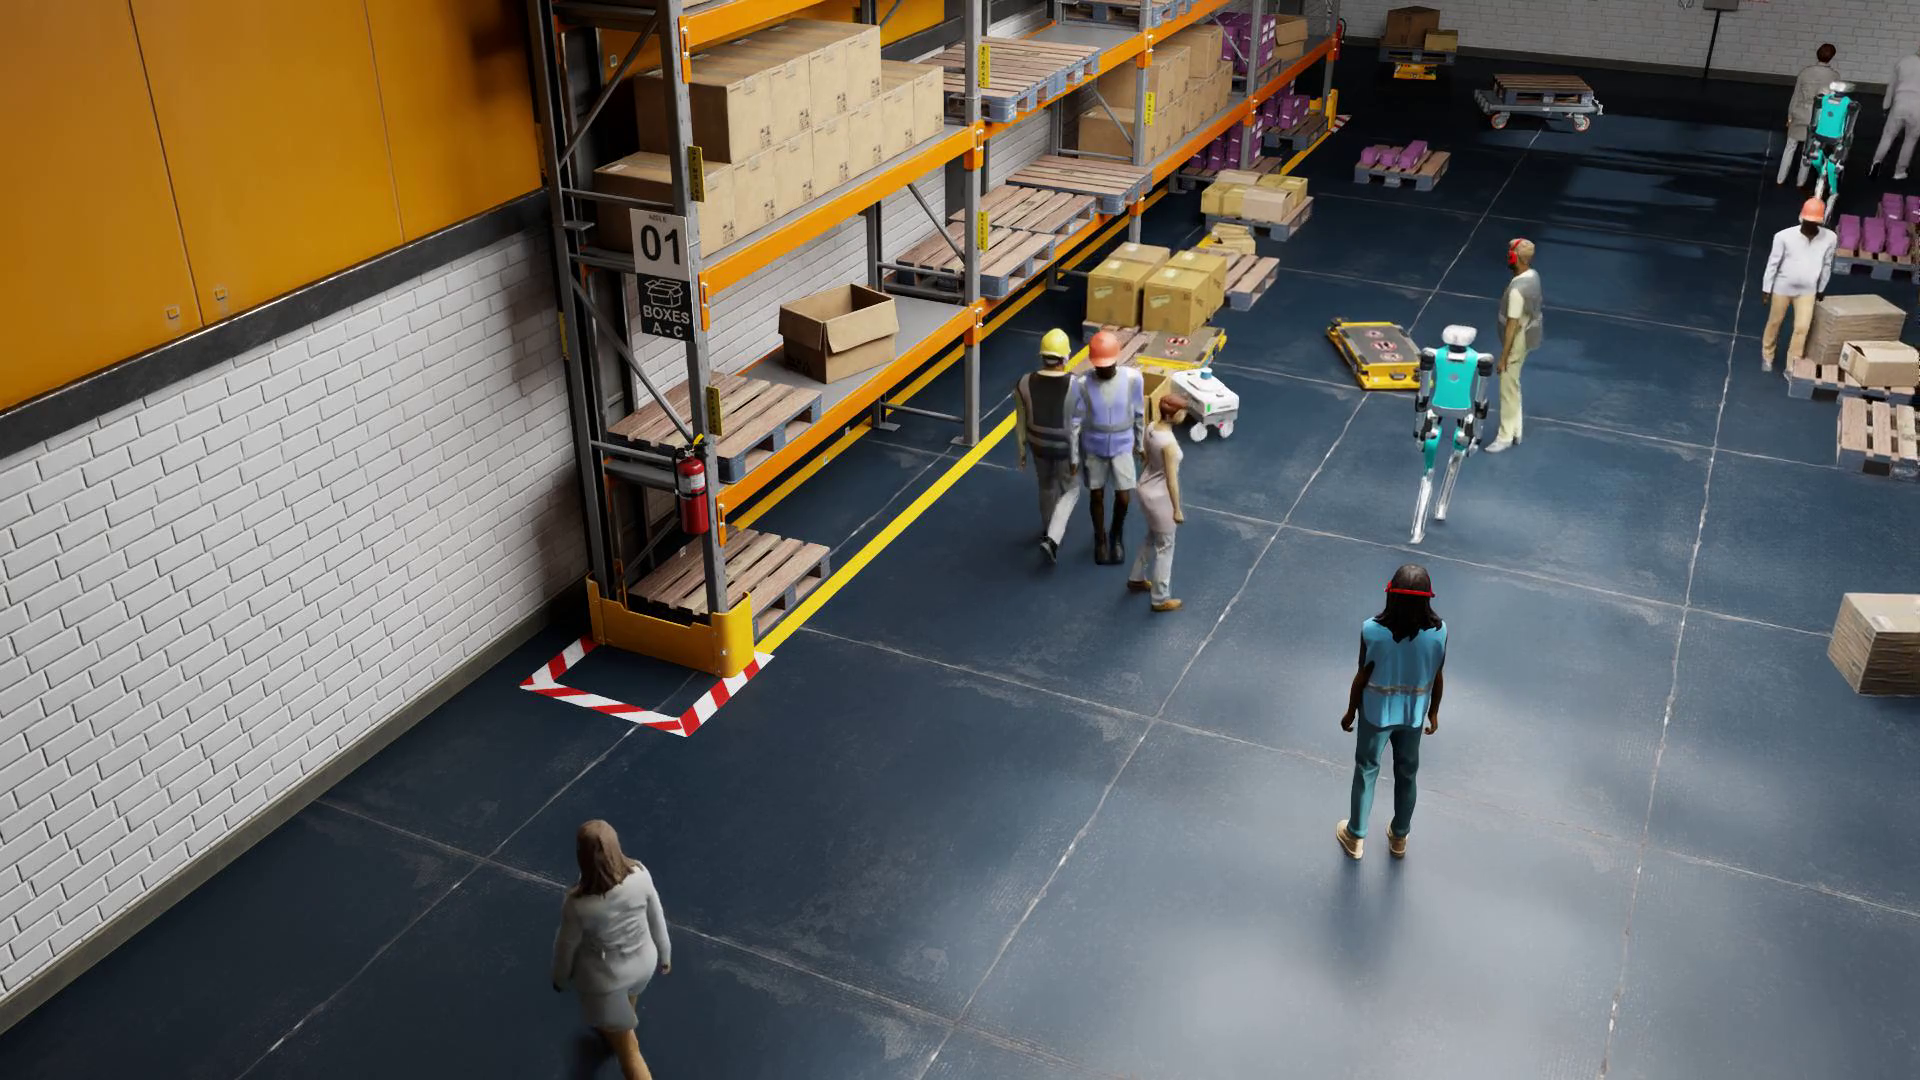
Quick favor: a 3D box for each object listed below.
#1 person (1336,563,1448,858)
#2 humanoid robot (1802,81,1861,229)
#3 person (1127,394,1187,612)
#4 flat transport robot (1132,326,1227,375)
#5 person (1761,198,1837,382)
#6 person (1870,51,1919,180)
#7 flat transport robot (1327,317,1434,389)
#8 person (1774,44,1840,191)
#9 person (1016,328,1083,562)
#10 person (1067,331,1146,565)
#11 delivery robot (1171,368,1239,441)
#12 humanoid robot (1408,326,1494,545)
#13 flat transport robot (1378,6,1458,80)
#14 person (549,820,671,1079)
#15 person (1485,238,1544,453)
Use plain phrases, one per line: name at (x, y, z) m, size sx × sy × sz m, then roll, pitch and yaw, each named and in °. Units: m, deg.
person at (2.405, 0.971, 9.245) m, size 0.539 × 1.865 × 0.384 m, roll 0°, pitch 28°, yaw 0°
humanoid robot at (10.290, -4.501, 19.633) m, size 0.743 × 1.881 × 0.540 m, roll -21°, pitch 35°, yaw -34°
person at (1.429, -0.296, 11.812) m, size 0.342 × 1.637 × 0.481 m, roll -6°, pitch 29°, yaw -12°
flat transport robot at (2.092, -1.785, 16.037) m, size 0.659 × 0.231 × 1.431 m, roll 10°, pitch 30°, yaw 19°
person at (7.792, -2.322, 15.496) m, size 0.592 × 1.723 × 0.733 m, roll 7°, pitch 29°, yaw 12°
person at (12.114, -5.503, 21.234) m, size 0.658 × 1.884 × 0.690 m, roll 24°, pitch 36°, yaw 37°
flat transport robot at (4.055, -1.810, 16.085) m, size 0.659 × 0.231 × 1.431 m, roll -1°, pitch 28°, yaw -3°
person at (10.700, -5.317, 20.958) m, size 0.516 × 1.824 × 0.364 m, roll 12°, pitch 30°, yaw 20°
person at (0.703, -0.708, 12.422) m, size 0.596 × 1.800 × 0.736 m, roll 12°, pitch 31°, yaw 21°
person at (1.081, -0.660, 12.229) m, size 0.596 × 1.908 × 0.492 m, roll 1°, pitch 28°, yaw 1°
delivery robot at (2.139, -1.235, 14.734) m, size 0.511 × 0.611 × 0.782 m, roll -11°, pitch 30°, yaw -19°
humanoid robot at (3.760, -0.863, 12.807) m, size 0.543 × 1.790 × 0.868 m, roll 9°, pitch 30°, yaw 17°
flat transport robot at (7.423, -7.751, 27.101) m, size 0.659 × 0.231 × 1.431 m, roll 7°, pitch 29°, yaw 12°
person at (-1.640, 1.948, 7.680) m, size 0.521 × 1.607 × 0.861 m, roll -23°, pitch 36°, yaw -36°
person at (4.711, -1.634, 14.132) m, size 0.423 × 1.823 × 0.676 m, roll 14°, pitch 31°, yaw 24°
